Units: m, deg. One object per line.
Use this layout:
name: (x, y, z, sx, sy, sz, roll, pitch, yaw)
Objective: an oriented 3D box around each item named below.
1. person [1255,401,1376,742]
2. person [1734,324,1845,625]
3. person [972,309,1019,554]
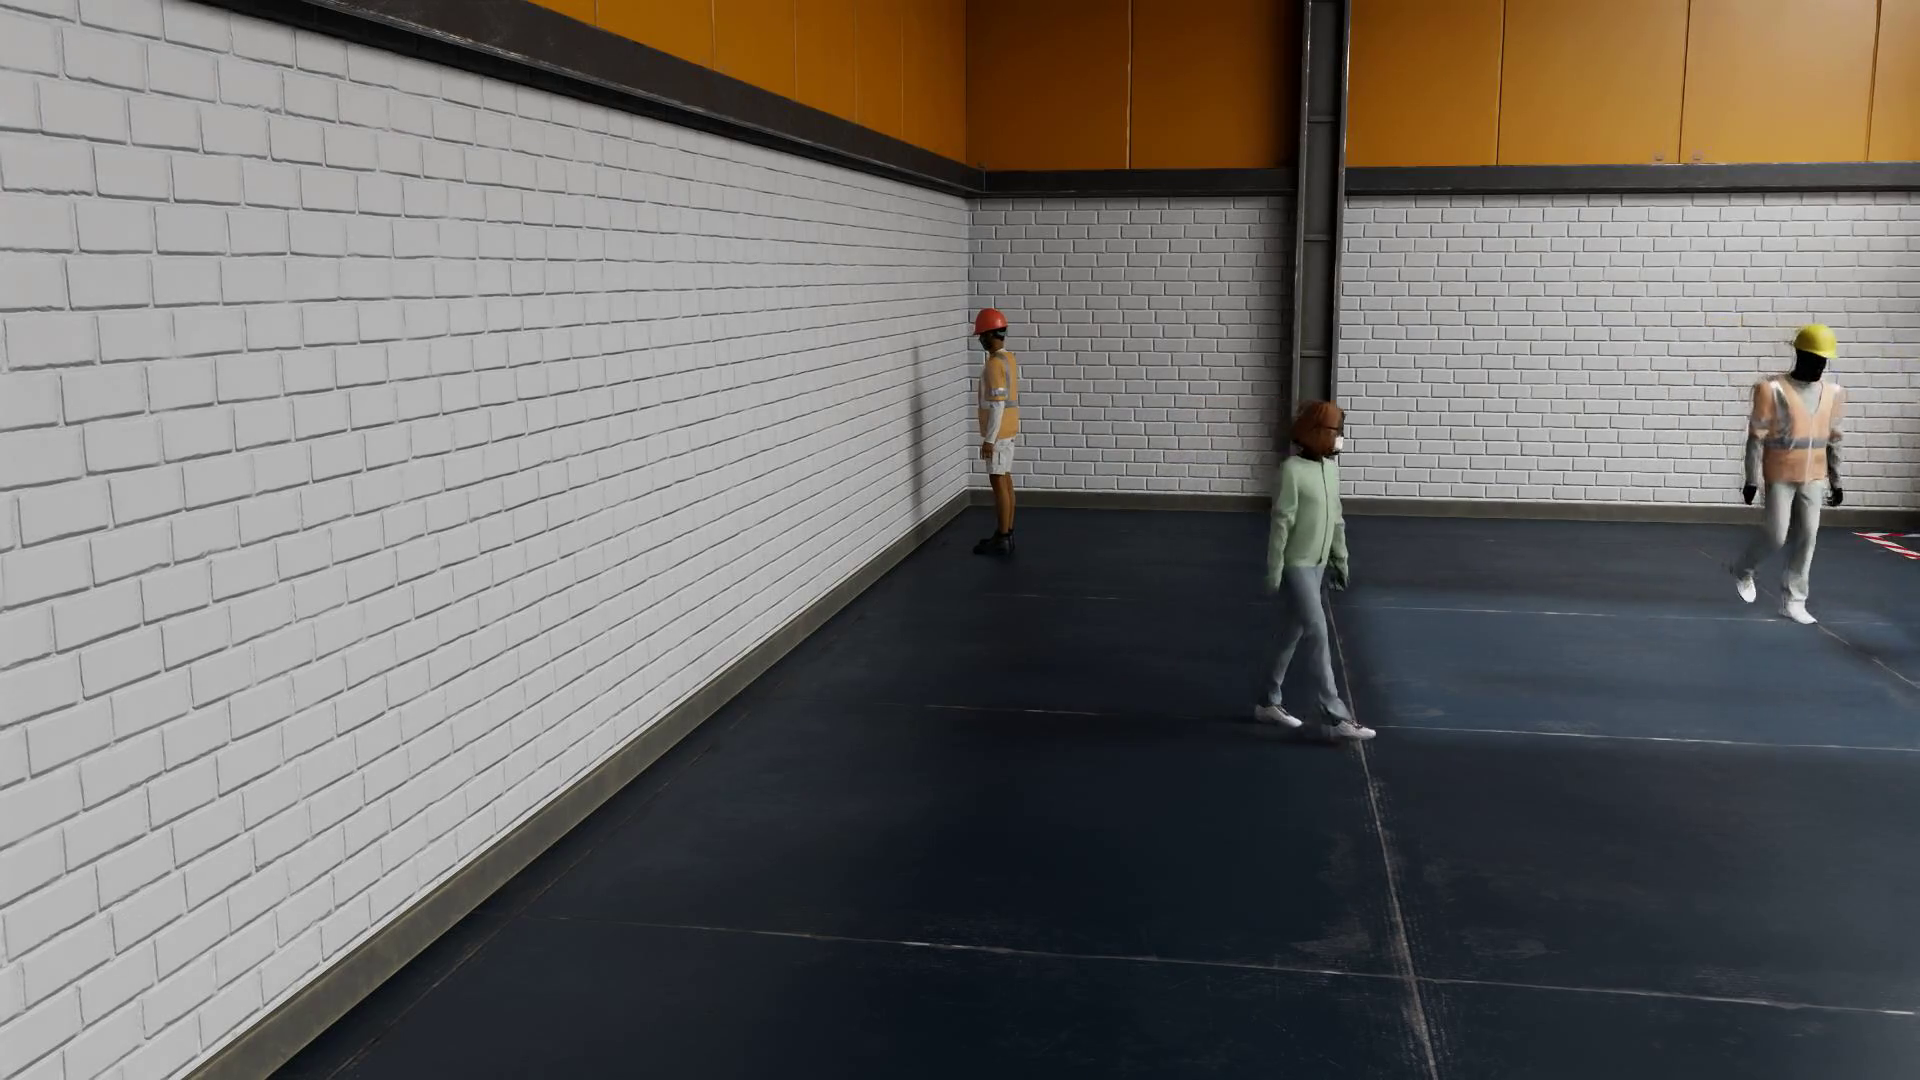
person: (1.734, 0.151, 7.891, 0.799, 1.594, 0.506, 8, 12, 39)
person: (5.283, -0.432, 10.634, 0.636, 1.895, 0.632, -1, 9, -7)
person: (0.269, -0.847, 13.089, 0.374, 1.928, 0.542, 2, 9, 13)
